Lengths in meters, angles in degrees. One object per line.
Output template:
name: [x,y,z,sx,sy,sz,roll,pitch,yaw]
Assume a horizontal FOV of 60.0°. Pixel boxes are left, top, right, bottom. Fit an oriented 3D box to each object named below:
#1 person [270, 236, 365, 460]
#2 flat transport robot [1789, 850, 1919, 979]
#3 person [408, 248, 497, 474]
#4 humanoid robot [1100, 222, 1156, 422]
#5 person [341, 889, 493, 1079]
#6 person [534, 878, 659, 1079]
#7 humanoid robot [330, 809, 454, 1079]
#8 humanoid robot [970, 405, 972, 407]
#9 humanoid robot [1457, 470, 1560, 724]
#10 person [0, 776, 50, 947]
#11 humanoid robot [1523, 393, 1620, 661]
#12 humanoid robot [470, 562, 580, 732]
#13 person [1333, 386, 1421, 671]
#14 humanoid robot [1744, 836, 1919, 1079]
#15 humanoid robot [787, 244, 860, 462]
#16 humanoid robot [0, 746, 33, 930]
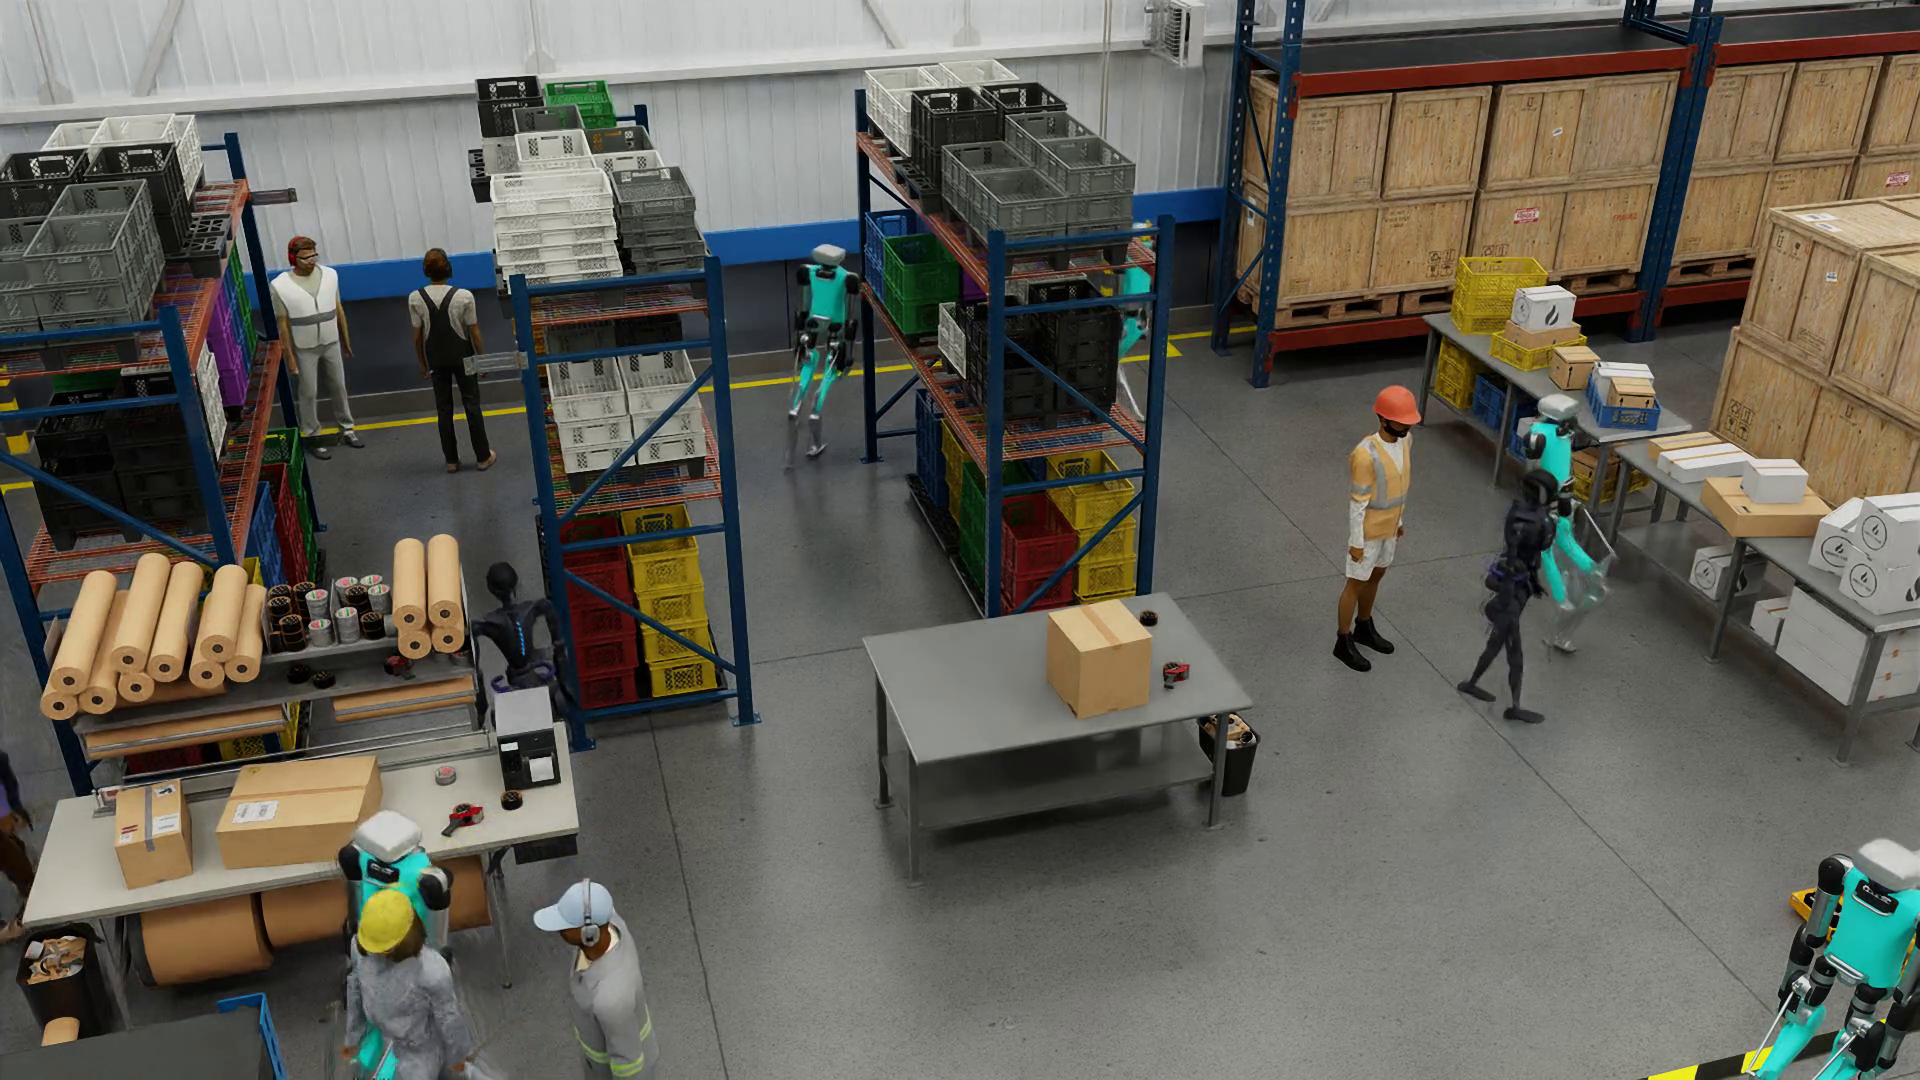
person: [-5.183,-1.565,13.384,0.386,1.836,0.564,25,37,37]
flat transport robot: [5.163,1.916,8.676,1.431,0.231,0.659,-8,30,-14]
person: [-3.989,-1.399,13.069,0.513,1.844,0.330,-3,29,-5]
humanoid robot: [1.211,-1.890,14.086,0.962,1.771,0.542,25,37,37]
person: [-2.269,2.068,6.914,0.508,1.691,0.897,19,34,30]
person: [-1.411,2.104,6.689,0.397,1.852,0.589,-8,30,-15]
humanoid robot: [-2.445,2.088,6.960,0.540,1.879,0.813,12,31,20]
humanoid robot: [0.298,-1.686,13.785,0.487,1.633,0.587,-2,29,-4]
humanoid robot: [3.435,0.320,10.133,0.602,1.644,0.601,19,34,31]
person: [-4.978,1.279,8.022,0.684,2.008,0.878,17,33,28]
humanoid robot: [3.947,0.018,10.712,0.815,1.872,0.535,25,38,38]
humanoid robot: [-2.426,0.853,9.184,0.608,1.631,0.748,-21,35,-33]
person: [2.668,-0.088,10.591,0.356,1.937,0.546,26,38,38]
humanoid robot: [3.498,2.017,6.830,0.735,1.674,0.533,-16,33,-27]
humanoid robot: [-1.140,-1.358,13.211,0.554,1.877,0.728,10,30,17]
humanoid robot: [-4.995,1.330,8.277,0.605,1.655,0.349,-8,30,-14]
